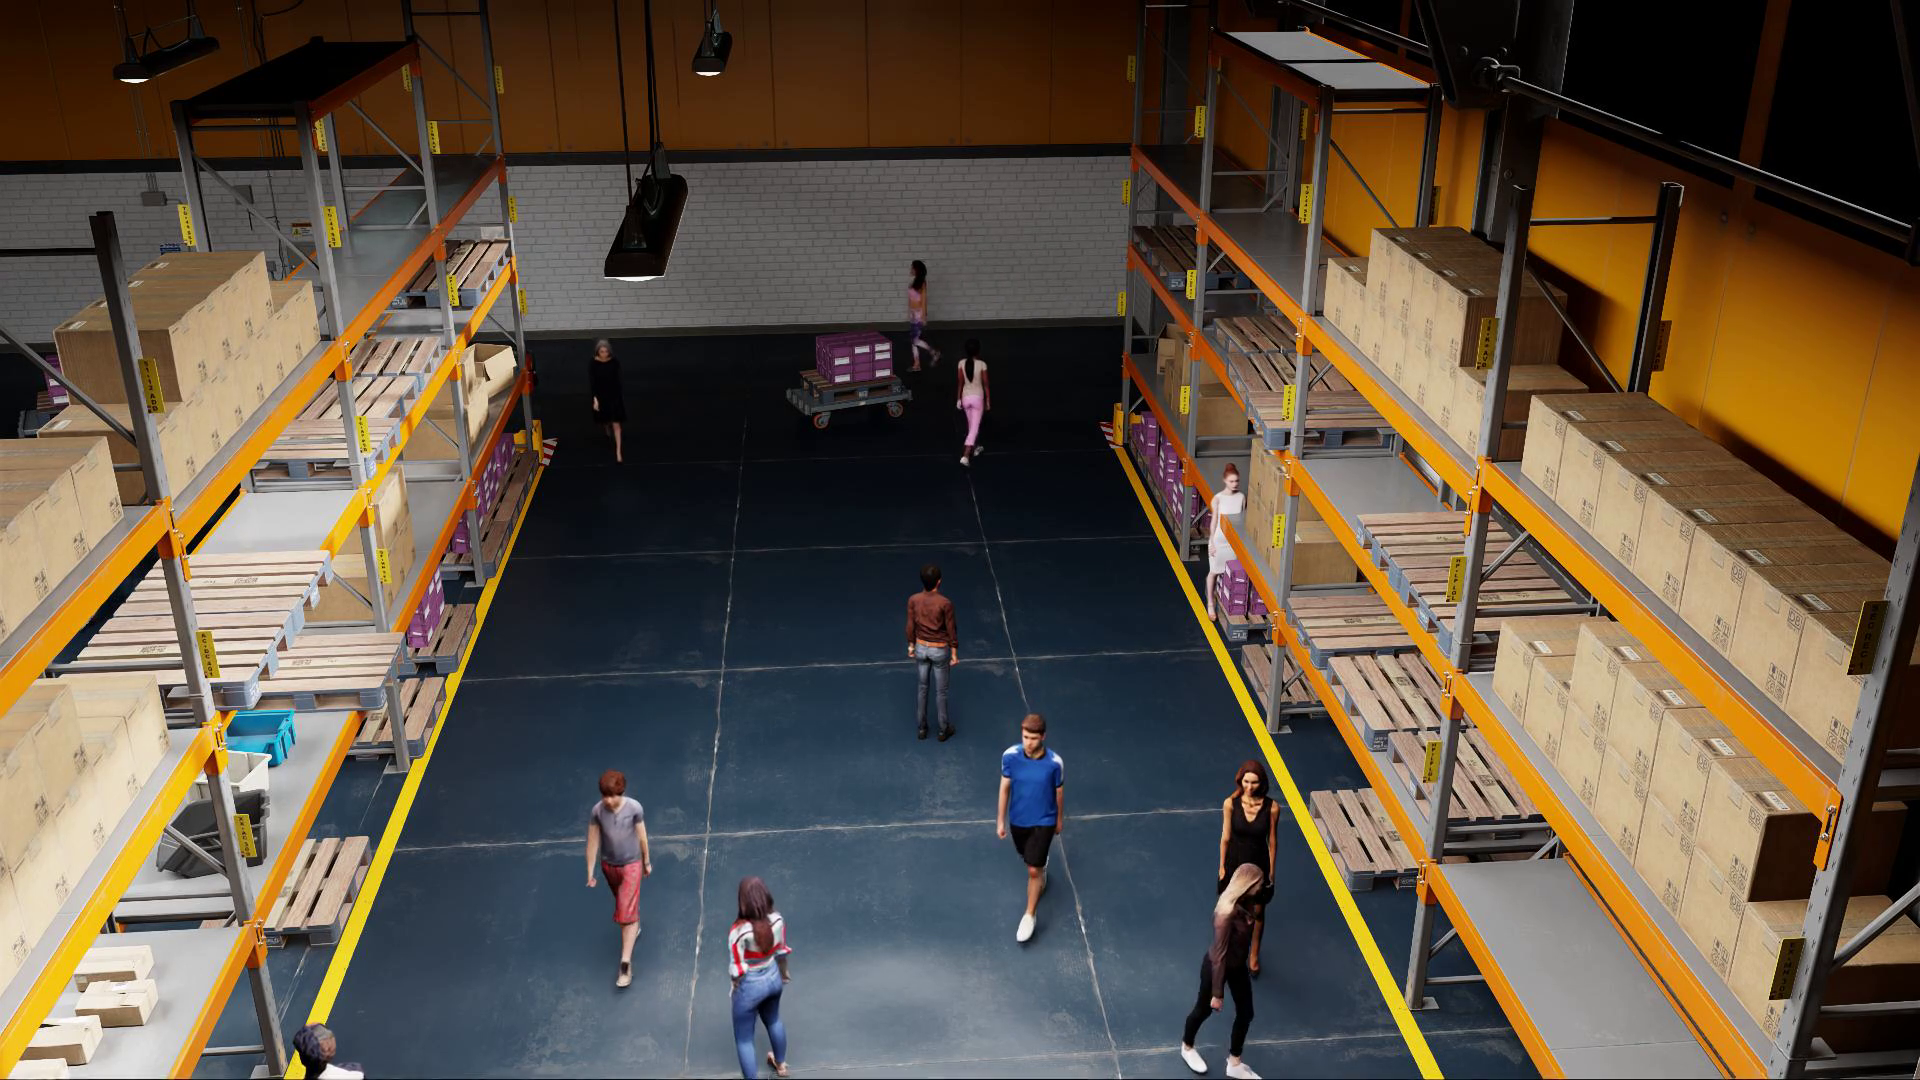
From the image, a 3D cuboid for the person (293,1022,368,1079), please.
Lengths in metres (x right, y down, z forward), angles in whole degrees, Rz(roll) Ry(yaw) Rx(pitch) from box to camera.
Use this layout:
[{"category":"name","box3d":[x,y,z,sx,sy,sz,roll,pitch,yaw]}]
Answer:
[{"category":"person","box3d":[-3.558,3.561,9.502,0.826,1.893,0.754,17,29,33]}]

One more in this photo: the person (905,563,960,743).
[{"category":"person","box3d":[-0.258,1.037,15.414,0.714,1.782,0.667,7,25,17]}]

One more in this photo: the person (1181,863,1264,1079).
[{"category":"person","box3d":[1.743,2.890,11.319,1.019,1.667,0.961,20,31,38]}]

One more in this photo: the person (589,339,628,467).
[{"category":"person","box3d":[-4.703,-1.862,22.120,0.666,1.722,0.971,-7,25,-16]}]

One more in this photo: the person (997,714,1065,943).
[{"category":"person","box3d":[0.592,2.112,12.899,0.963,1.826,1.296,7,25,16]}]

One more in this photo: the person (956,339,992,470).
[{"category":"person","box3d":[0.143,-1.779,21.951,0.960,1.706,1.236,10,25,21]}]

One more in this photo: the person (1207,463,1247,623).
[{"category":"person","box3d":[2.816,0.033,17.697,0.580,1.793,0.536,-5,24,-12]}]

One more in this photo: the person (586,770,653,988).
[{"category":"person","box3d":[-2.526,2.401,12.501,0.704,1.615,1.167,1,24,3]}]

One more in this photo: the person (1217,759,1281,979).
[{"category":"person","box3d":[2.107,2.419,12.187,0.629,1.833,0.613,5,24,11]}]

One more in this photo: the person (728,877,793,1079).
[{"category":"person","box3d":[-1.340,2.983,11.184,0.880,1.604,0.911,-20,30,-38]}]

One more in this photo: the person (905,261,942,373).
[{"category":"person","box3d":[-0.582,-3.460,25.728,0.783,1.761,0.807,-11,26,-23]}]
